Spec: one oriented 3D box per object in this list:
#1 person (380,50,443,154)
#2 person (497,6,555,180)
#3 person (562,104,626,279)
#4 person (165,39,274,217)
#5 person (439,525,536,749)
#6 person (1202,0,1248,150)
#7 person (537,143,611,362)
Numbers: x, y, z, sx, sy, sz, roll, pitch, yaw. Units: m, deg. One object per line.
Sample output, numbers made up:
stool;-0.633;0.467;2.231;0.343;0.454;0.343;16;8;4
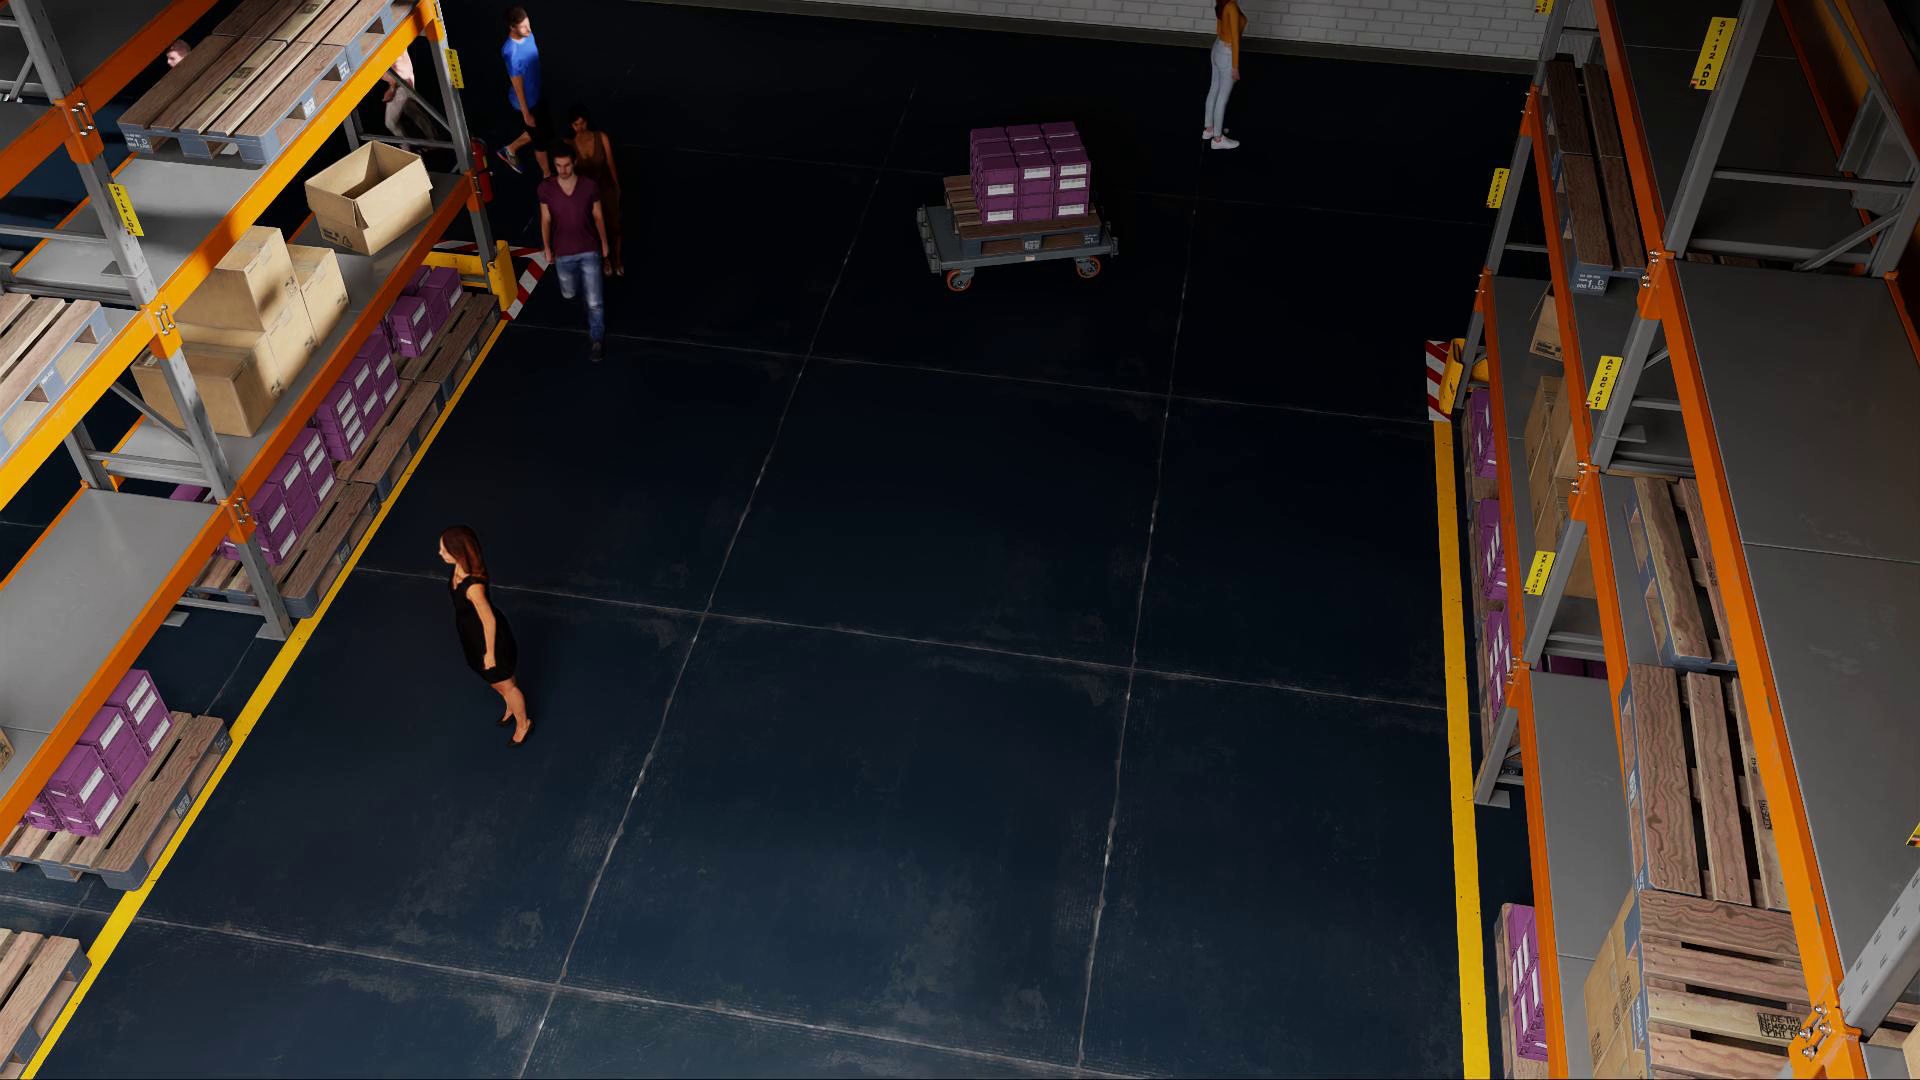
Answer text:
person;-5.134;-4.230;15.416;0.938;1.675;0.864;-24;49;-23
person;-3.978;-3.962;15.014;0.703;1.841;0.874;6;44;6
person;-3.108;-2.989;14.115;0.688;1.673;0.721;-12;45;-12
person;-6.497;-3.551;14.612;0.915;1.800;1.244;20;47;20
person;-2.909;0.609;10.221;0.726;1.834;0.645;-20;47;-20
person;2.496;-4.548;15.690;0.728;1.756;0.615;-8;44;-8
person;-3.078;-2.392;13.372;0.818;1.832;1.108;-3;44;-3
